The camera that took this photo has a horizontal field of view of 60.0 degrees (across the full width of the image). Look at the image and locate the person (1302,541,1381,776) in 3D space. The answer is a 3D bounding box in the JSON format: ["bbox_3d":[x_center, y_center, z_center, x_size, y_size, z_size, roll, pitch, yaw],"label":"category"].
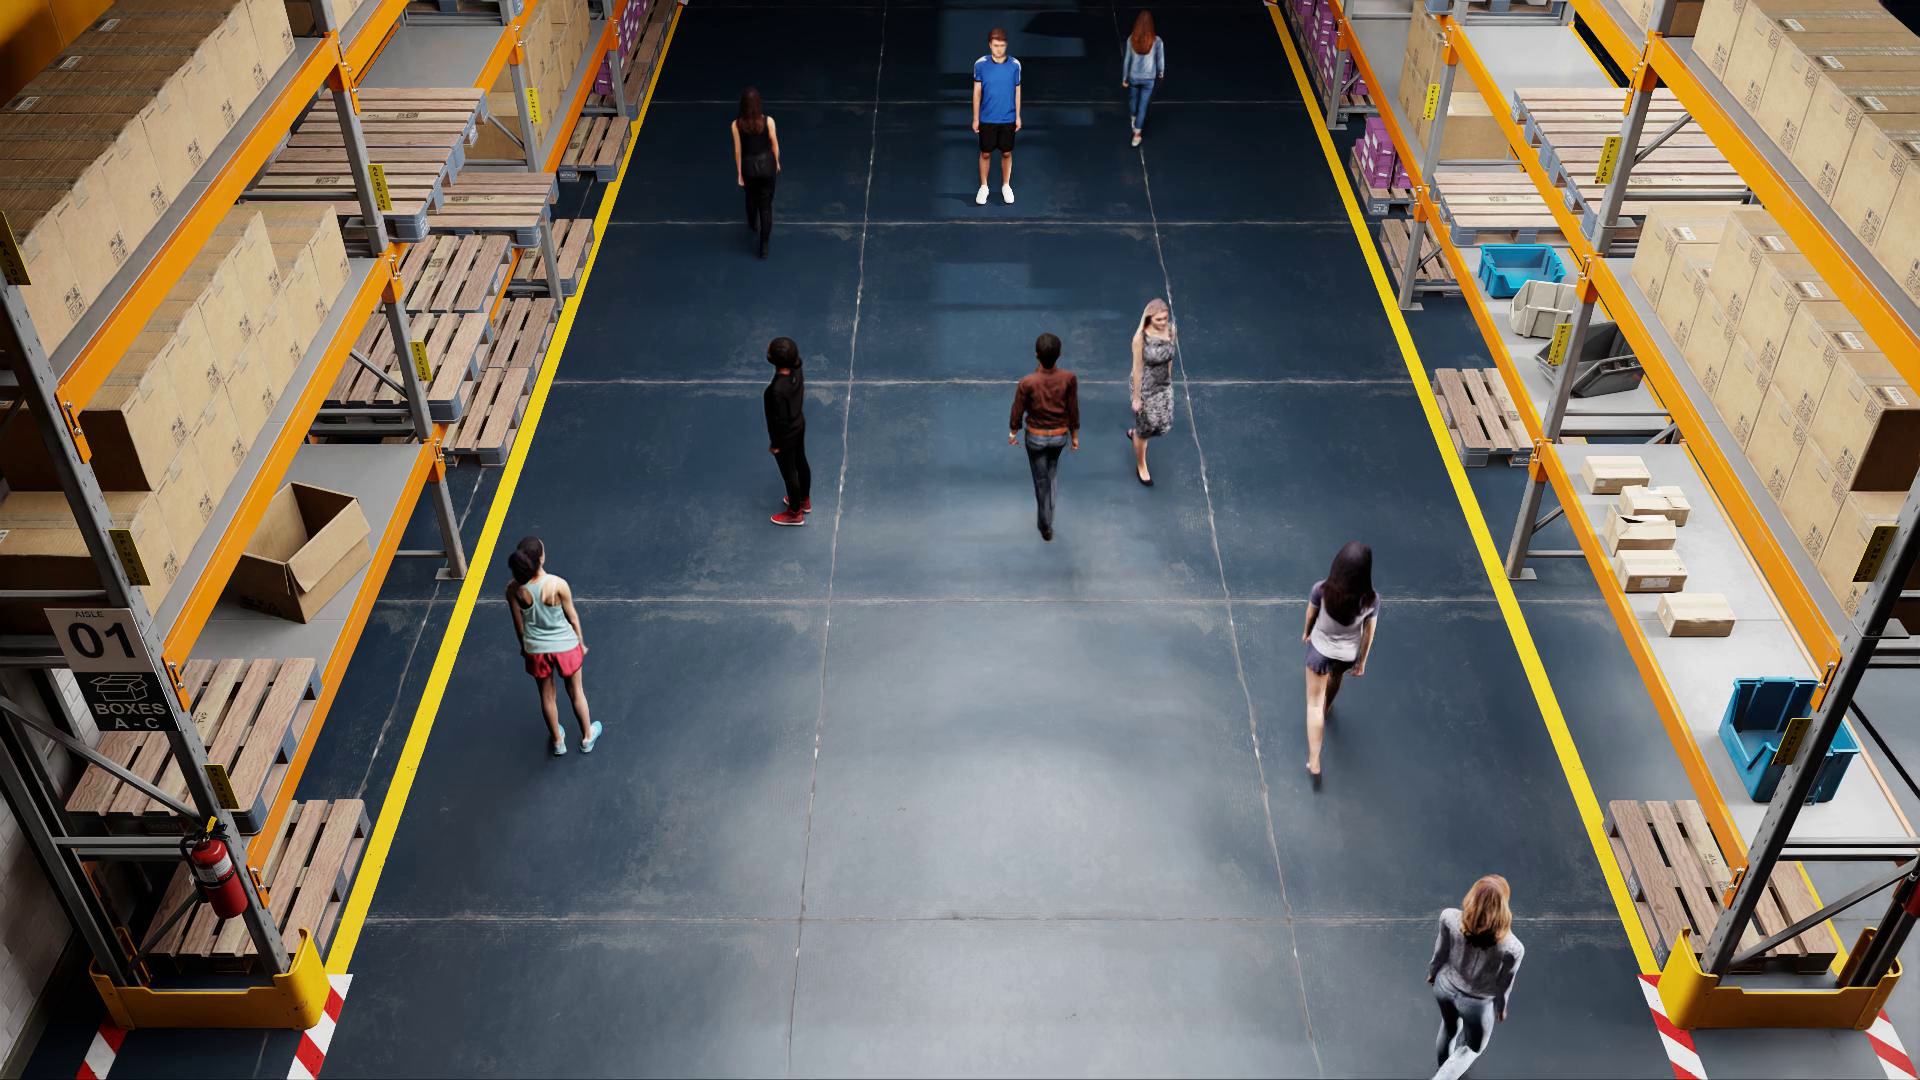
[{"bbox_3d":[2.426,0.771,10.819,0.640,1.667,1.121,3,39,4],"label":"person"}]

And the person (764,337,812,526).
[{"bbox_3d":[-1.320,-0.850,12.843,0.728,1.674,0.595,13,40,16],"label":"person"}]

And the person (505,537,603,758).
[{"bbox_3d":[-2.657,0.699,10.829,0.593,1.767,0.562,-2,39,-2],"label":"person"}]

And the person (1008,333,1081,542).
[{"bbox_3d":[0.678,-0.726,12.613,0.743,1.768,0.716,-8,39,-10],"label":"person"}]

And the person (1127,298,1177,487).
[{"bbox_3d":[1.465,-1.236,13.321,0.745,1.682,0.836,-19,43,-23],"label":"person"}]

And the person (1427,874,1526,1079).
[{"bbox_3d":[2.603,2.429,8.651,0.949,1.781,1.030,29,47,31],"label":"person"}]

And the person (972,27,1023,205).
[{"bbox_3d":[0.389,-4.367,17.092,0.672,1.867,0.577,-2,39,-3],"label":"person"}]

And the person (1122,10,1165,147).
[{"bbox_3d":[1.981,-5.044,18.270,0.734,1.455,0.950,12,40,14],"label":"person"}]

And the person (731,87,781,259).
[{"bbox_3d":[-1.966,-3.553,16.240,0.637,1.658,1.013,-2,39,-3],"label":"person"}]
